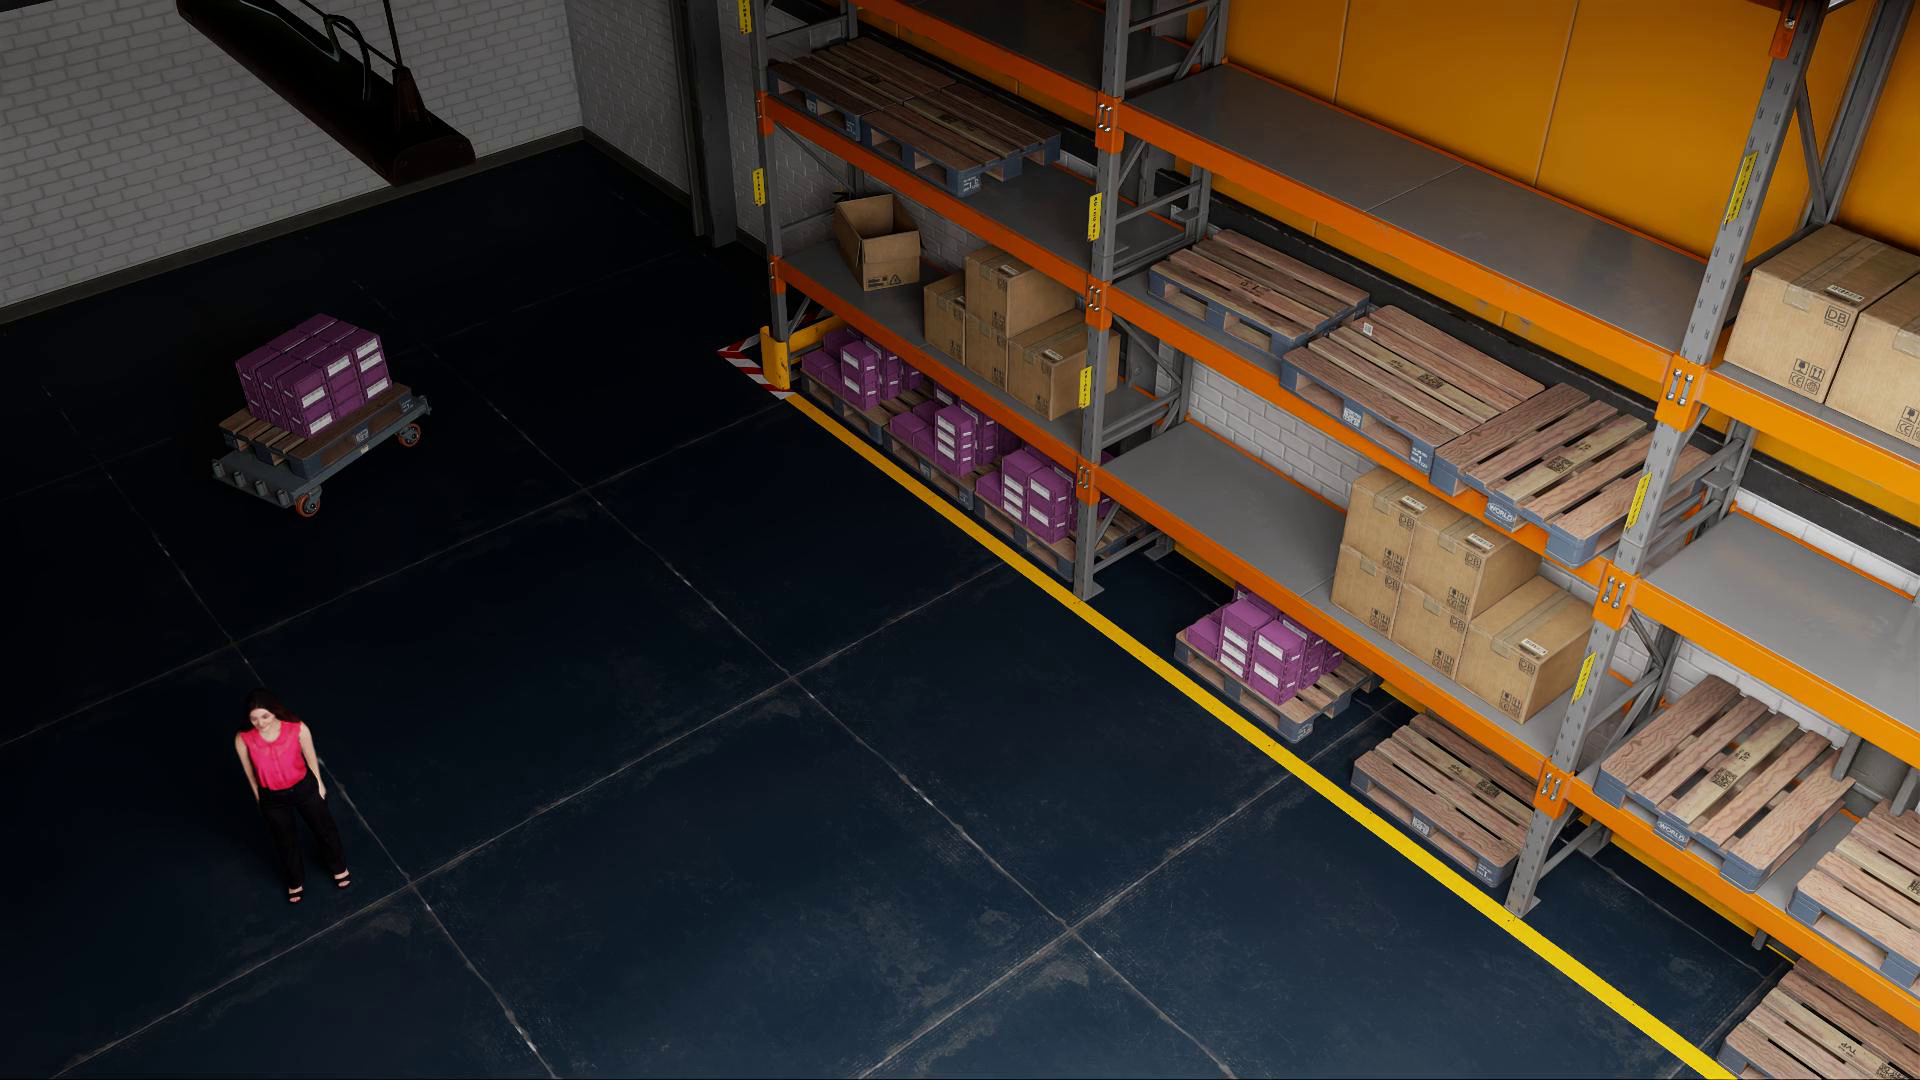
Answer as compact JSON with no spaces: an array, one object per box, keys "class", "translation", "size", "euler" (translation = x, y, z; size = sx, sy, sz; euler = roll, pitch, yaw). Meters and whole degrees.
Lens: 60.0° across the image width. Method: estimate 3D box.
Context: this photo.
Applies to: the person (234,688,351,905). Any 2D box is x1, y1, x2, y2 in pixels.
[{"class":"person","translation":[-4.109,1.555,10.197],"size":[0.639,1.660,0.615],"euler":[-14,41,-17]}]
